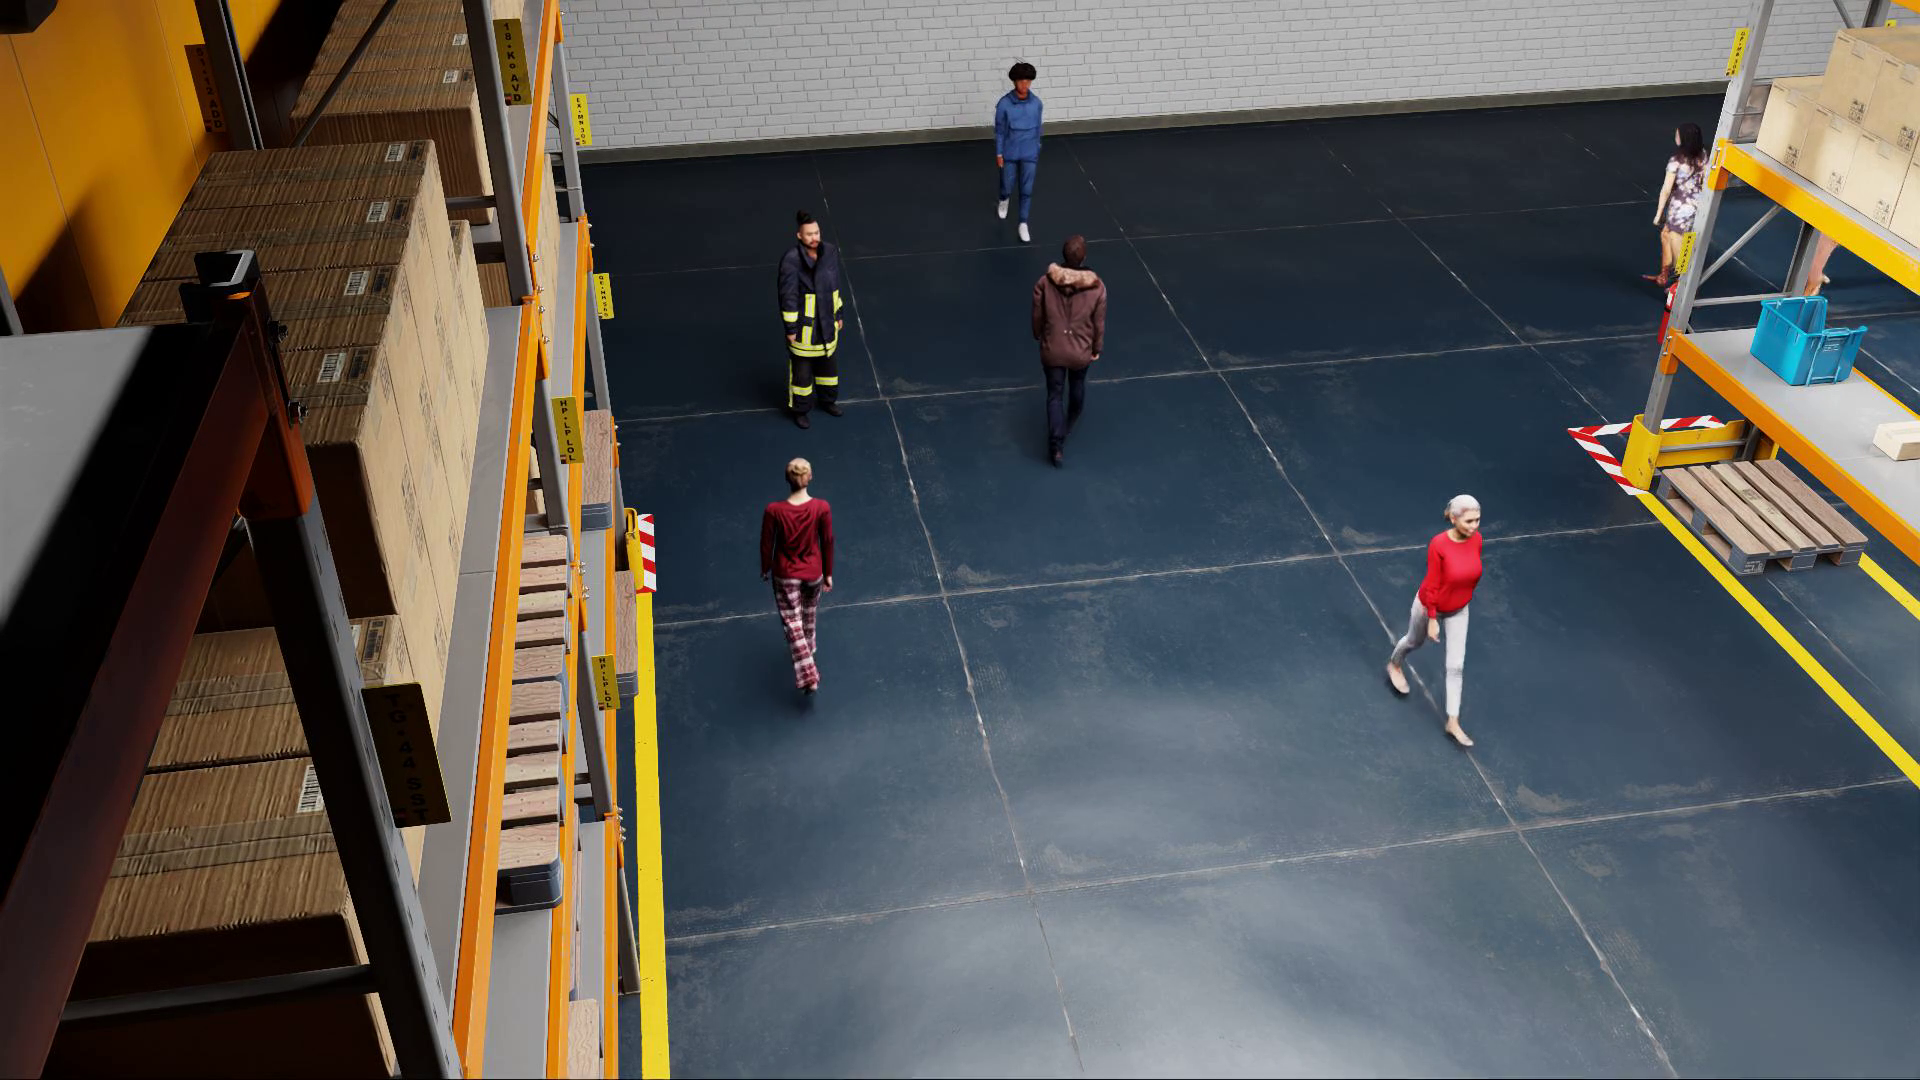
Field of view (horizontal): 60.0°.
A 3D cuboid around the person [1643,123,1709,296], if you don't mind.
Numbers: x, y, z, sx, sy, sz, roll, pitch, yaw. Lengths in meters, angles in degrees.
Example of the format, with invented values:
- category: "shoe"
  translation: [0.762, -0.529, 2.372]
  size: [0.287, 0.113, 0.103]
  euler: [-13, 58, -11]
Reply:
- category: "person"
  translation: [6.884, -3.068, 15.732]
  size: [0.760, 1.702, 0.878]
  euler: [-13, 36, -19]

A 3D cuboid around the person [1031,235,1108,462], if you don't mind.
- category: "person"
  translation: [0.839, -1.491, 13.272]
  size: [0.968, 1.800, 1.253]
  euler: [4, 34, 5]

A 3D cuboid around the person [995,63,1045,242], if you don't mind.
- category: "person"
  translation: [0.580, -4.017, 17.074]
  size: [0.671, 1.797, 0.879]
  euler: [-6, 34, -9]

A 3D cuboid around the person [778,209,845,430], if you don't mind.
- category: "person"
  translation: [-1.218, -1.853, 13.760]
  size: [0.861, 1.861, 0.855]
  euler: [-22, 39, -29]

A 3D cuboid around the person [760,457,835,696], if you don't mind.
- category: "person"
  translation: [-1.041, 0.250, 10.770]
  size: [0.702, 1.669, 1.026]
  euler: [-10, 35, -14]

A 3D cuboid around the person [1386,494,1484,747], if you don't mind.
- category: "person"
  translation: [2.985, 0.413, 10.546]
  size: [0.625, 1.645, 1.143]
  euler: [-9, 35, -14]
